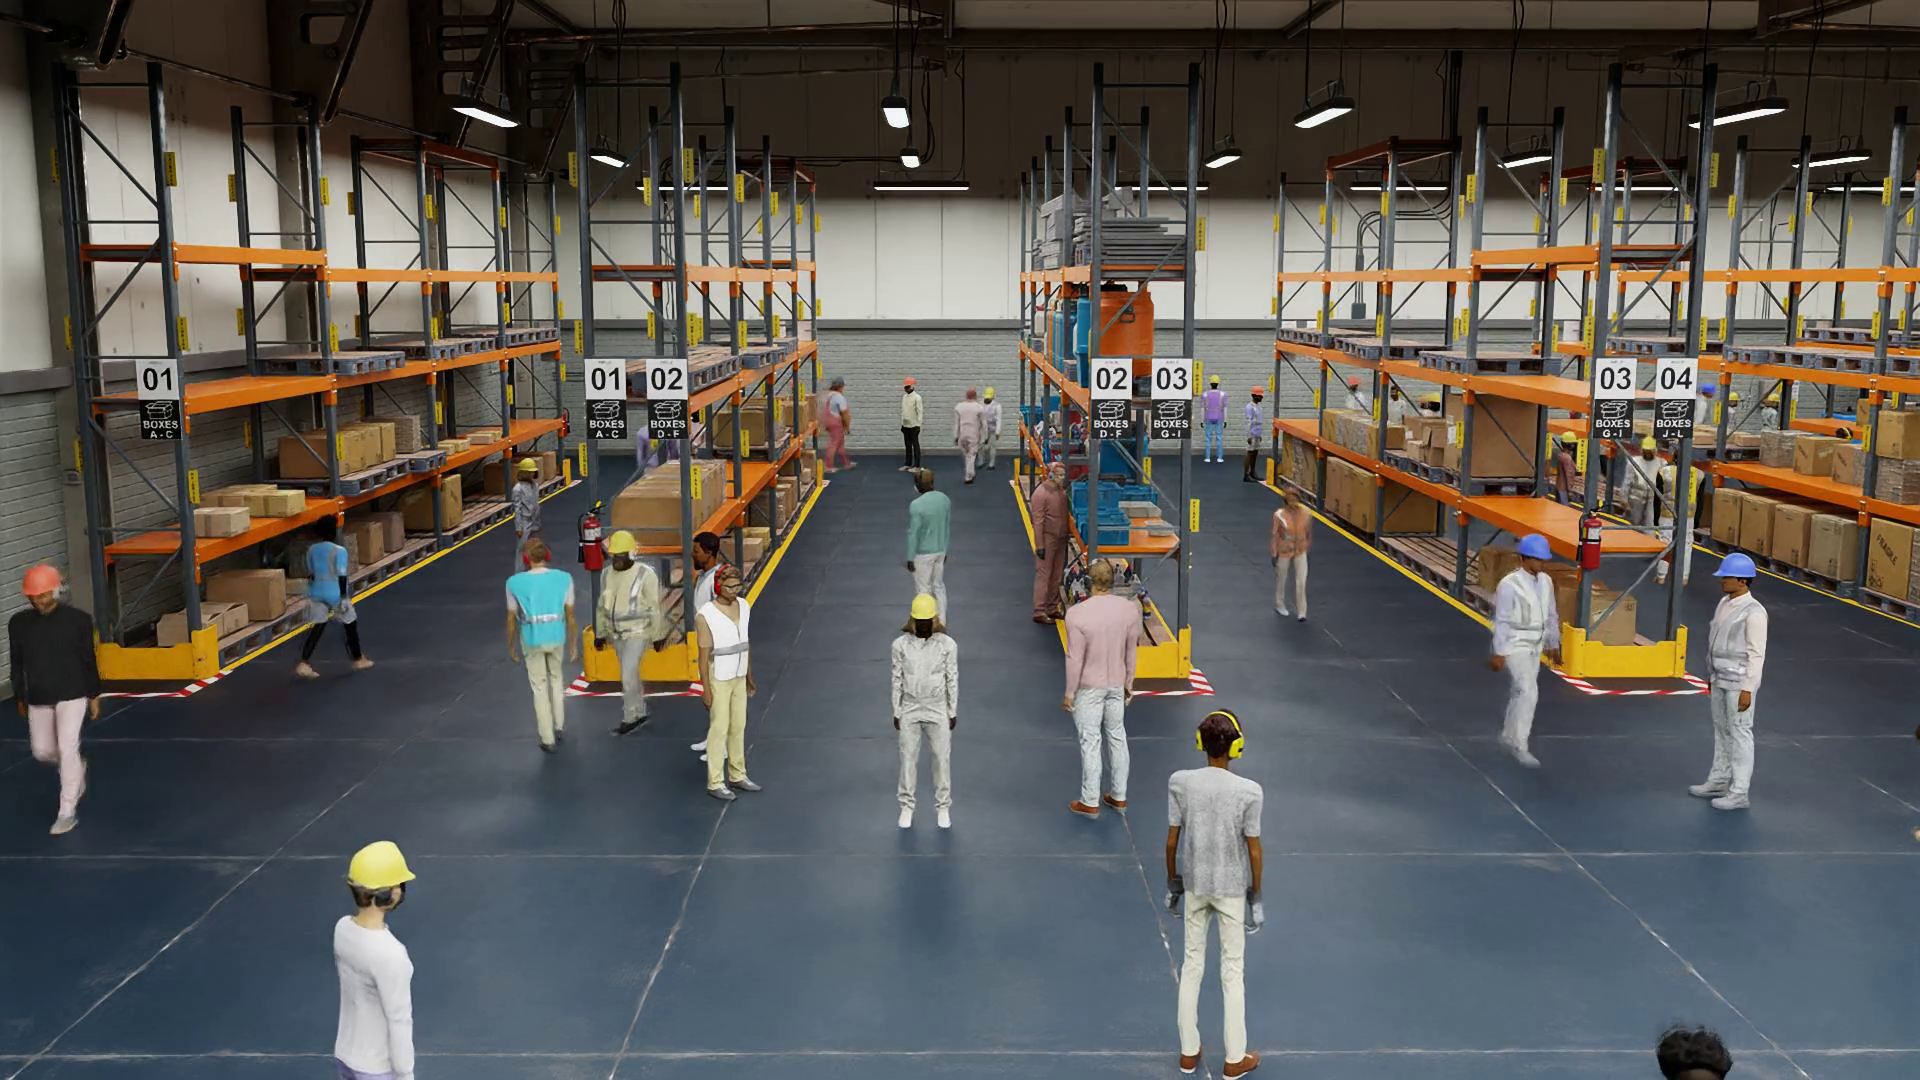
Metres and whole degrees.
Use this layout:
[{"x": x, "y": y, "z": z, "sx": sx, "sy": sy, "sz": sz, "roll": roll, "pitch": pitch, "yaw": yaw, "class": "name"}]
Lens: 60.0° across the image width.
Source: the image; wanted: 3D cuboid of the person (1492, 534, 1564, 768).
[{"x": 4.728, "y": 0.907, "z": 13.695, "sx": 0.610, "sy": 1.926, "sz": 0.658, "roll": -7, "pitch": 11, "yaw": -37, "class": "person"}]

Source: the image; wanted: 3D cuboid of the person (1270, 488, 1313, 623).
[{"x": 3.886, "y": 0.171, "z": 19.510, "sx": 0.522, "sy": 1.576, "sz": 0.925, "roll": 0, "pitch": 9, "yaw": -3, "class": "person"}]

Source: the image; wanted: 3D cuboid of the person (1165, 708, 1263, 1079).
[{"x": 1.276, "y": 1.765, "z": 8.342, "sx": 0.513, "sy": 1.871, "sz": 0.329, "roll": 4, "pitch": 10, "yaw": 26, "class": "person"}]

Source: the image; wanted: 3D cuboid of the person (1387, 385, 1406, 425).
[{"x": 8.980, "y": -2.267, "z": 34.337, "sx": 0.336, "sy": 1.860, "sz": 0.497, "roll": -7, "pitch": 11, "yaw": -36, "class": "person"}]

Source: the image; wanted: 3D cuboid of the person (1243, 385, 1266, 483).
[{"x": 5.873, "y": -2.106, "z": 33.051, "sx": 0.378, "sy": 1.928, "sz": 0.544, "roll": 6, "pitch": 11, "yaw": 33, "class": "person"}]

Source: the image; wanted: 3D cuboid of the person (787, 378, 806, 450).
[{"x": -3.468, "y": -2.515, "z": 35.712, "sx": 0.551, "sy": 1.918, "sz": 0.586, "roll": -4, "pitch": 10, "yaw": -23, "class": "person"}]

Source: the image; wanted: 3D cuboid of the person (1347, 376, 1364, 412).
[{"x": 8.559, "y": -2.599, "z": 36.243, "sx": 0.504, "sy": 1.919, "sz": 0.542, "roll": -4, "pitch": 10, "yaw": -23, "class": "person"}]

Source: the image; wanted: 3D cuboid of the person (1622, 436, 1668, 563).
[{"x": 9.833, "y": -0.612, "z": 23.900, "sx": 0.612, "sy": 1.791, "sz": 0.933, "roll": 2, "pitch": 9, "yaw": 15, "class": "person"}]

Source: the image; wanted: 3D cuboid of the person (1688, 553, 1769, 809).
[{"x": 5.861, "y": 1.061, "z": 12.618, "sx": 0.387, "sy": 1.948, "sz": 0.602, "roll": 0, "pitch": 9, "yaw": -2, "class": "person"}]

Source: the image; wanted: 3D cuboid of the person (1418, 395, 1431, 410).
[{"x": 9.174, "y": -1.983, "z": 32.818, "sx": 0.326, "sy": 1.752, "sz": 0.559, "roll": 3, "pitch": 9, "yaw": 19, "class": "person"}]

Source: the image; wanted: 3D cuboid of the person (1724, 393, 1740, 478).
[{"x": 15.646, "y": -2.131, "z": 33.850, "sx": 0.338, "sy": 1.737, "sz": 0.486, "roll": 1, "pitch": 9, "yaw": 3, "class": "person"}]

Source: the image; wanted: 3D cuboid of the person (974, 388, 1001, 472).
[{"x": 0.574, "y": -2.298, "z": 34.791, "sx": 0.614, "sy": 1.772, "sz": 0.716, "roll": 4, "pitch": 10, "yaw": 25, "class": "person"}]

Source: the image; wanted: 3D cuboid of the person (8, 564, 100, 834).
[{"x": -6.619, "y": 1.115, "z": 12.225, "sx": 0.619, "sy": 1.966, "sz": 0.735, "roll": -1, "pitch": 9, "yaw": -5, "class": "person"}]

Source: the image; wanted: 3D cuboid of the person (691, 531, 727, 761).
[{"x": -2.044, "y": 0.876, "z": 13.900, "sx": 0.395, "sy": 1.919, "sz": 0.590, "roll": -3, "pitch": 9, "yaw": -18, "class": "person"}]

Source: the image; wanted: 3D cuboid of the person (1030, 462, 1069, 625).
[{"x": 1.087, "y": 0.028, "z": 19.445, "sx": 0.400, "sy": 1.900, "sz": 0.649, "roll": 6, "pitch": 11, "yaw": 33, "class": "person"}]

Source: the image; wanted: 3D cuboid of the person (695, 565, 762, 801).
[{"x": -1.811, "y": 1.091, "z": 12.813, "sx": 0.410, "sy": 1.831, "sz": 0.570, "roll": 5, "pitch": 10, "yaw": 29, "class": "person"}]

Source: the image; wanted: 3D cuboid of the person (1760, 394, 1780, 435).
[{"x": 16.359, "y": -2.092, "z": 33.598, "sx": 0.317, "sy": 1.733, "sz": 0.491, "roll": -1, "pitch": 9, "yaw": -5, "class": "person"}]

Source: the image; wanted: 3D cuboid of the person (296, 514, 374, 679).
[{"x": -6.373, "y": 0.563, "z": 16.763, "sx": 0.530, "sy": 1.655, "sz": 0.864, "roll": 4, "pitch": 10, "yaw": 26, "class": "person"}]

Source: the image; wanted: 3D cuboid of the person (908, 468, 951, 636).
[{"x": -0.355, "y": 0.156, "z": 18.519, "sx": 0.382, "sy": 1.930, "sz": 0.635, "roll": 7, "pitch": 11, "yaw": 37, "class": "person"}]

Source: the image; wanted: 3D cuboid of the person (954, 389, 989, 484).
[{"x": 0.267, "y": -2.066, "z": 33.017, "sx": 0.662, "sy": 1.855, "sz": 0.951, "roll": 4, "pitch": 10, "yaw": 25, "class": "person"}]

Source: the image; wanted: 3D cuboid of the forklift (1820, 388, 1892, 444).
[{"x": 20.072, "y": -3.110, "z": 36.462, "sx": 1.873, "sy": 2.768, "sz": 1.129, "roll": 0, "pitch": 9, "yaw": 0, "class": "forklift"}]

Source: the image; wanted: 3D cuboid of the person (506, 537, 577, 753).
[{"x": -3.590, "y": 0.881, "z": 14.208, "sx": 0.560, "sy": 1.814, "sz": 0.713, "roll": -5, "pitch": 10, "yaw": -29, "class": "person"}]

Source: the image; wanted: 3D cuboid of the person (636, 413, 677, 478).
[{"x": -4.984, "y": -1.204, "z": 27.260, "sx": 0.669, "sy": 1.926, "sz": 0.478, "roll": -3, "pitch": 9, "yaw": -18, "class": "person"}]

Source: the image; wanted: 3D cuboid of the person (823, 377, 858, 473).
[{"x": -2.474, "y": -2.439, "z": 34.835, "sx": 0.959, "sy": 2.000, "sz": 0.701, "roll": -5, "pitch": 10, "yaw": -30, "class": "person"}]

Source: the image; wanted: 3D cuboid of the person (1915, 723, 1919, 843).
[{"x": 6.978, "y": 1.266, "z": 11.631, "sx": 0.517, "sy": 1.842, "sz": 0.325, "roll": 2, "pitch": 9, "yaw": 10, "class": "person"}]

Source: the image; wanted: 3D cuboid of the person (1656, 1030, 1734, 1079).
[{"x": 2.315, "y": 2.333, "z": 5.350, "sx": 0.538, "sy": 1.664, "sz": 0.828, "roll": 2, "pitch": 9, "yaw": 11, "class": "person"}]

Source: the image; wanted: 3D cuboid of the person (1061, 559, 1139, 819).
[{"x": 1.039, "y": 1.101, "z": 12.389, "sx": 0.635, "sy": 1.937, "sz": 0.354, "roll": -5, "pitch": 10, "yaw": -29, "class": "person"}]

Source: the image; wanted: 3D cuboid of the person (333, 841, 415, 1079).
[{"x": -2.330, "y": 2.074, "z": 6.704, "sx": 0.337, "sy": 1.762, "sz": 0.529, "roll": -8, "pitch": 12, "yaw": -43, "class": "person"}]

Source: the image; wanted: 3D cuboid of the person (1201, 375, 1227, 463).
[{"x": 5.590, "y": -2.663, "z": 36.634, "sx": 0.585, "sy": 1.929, "sz": 0.370, "roll": 1, "pitch": 9, "yaw": 9, "class": "person"}]

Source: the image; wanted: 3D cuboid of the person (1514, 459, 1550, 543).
[{"x": 8.649, "y": -0.901, "z": 25.455, "sx": 0.658, "sy": 1.885, "sz": 0.601, "roll": 1, "pitch": 9, "yaw": 8, "class": "person"}]

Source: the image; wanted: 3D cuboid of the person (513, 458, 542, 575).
[{"x": -5.497, "y": -0.178, "z": 21.245, "sx": 0.319, "sy": 1.742, "sz": 0.492, "roll": 3, "pitch": 9, "yaw": 20, "class": "person"}]

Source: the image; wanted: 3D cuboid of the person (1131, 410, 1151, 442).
[{"x": 3.425, "y": -2.042, "z": 32.470, "sx": 0.624, "sy": 1.984, "sz": 0.413, "roll": -3, "pitch": 9, "yaw": -18, "class": "person"}]

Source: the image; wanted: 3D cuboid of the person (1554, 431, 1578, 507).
[{"x": 9.000, "y": -0.730, "z": 24.714, "sx": 0.305, "sy": 1.772, "sz": 0.525, "roll": 1, "pitch": 9, "yaw": 4, "class": "person"}]

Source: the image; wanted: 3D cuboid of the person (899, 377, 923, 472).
[{"x": -1.038, "y": -2.412, "z": 34.803, "sx": 0.388, "sy": 1.992, "sz": 0.625, "roll": -7, "pitch": 11, "yaw": -38, "class": "person"}]

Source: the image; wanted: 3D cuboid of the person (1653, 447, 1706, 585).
[{"x": 9.430, "y": -0.318, "z": 21.870, "sx": 0.613, "sy": 1.836, "sz": 0.429, "roll": 2, "pitch": 9, "yaw": 10, "class": "person"}]

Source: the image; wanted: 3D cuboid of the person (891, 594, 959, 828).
[{"x": -0.256, "y": 1.247, "z": 12.116, "sx": 0.495, "sy": 1.734, "sz": 0.326, "roll": 1, "pitch": 9, "yaw": 3, "class": "person"}]

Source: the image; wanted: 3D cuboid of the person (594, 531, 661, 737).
[{"x": -2.972, "y": 0.822, "z": 14.588, "sx": 0.611, "sy": 1.807, "sz": 0.691, "roll": 5, "pitch": 10, "yaw": 30, "class": "person"}]
